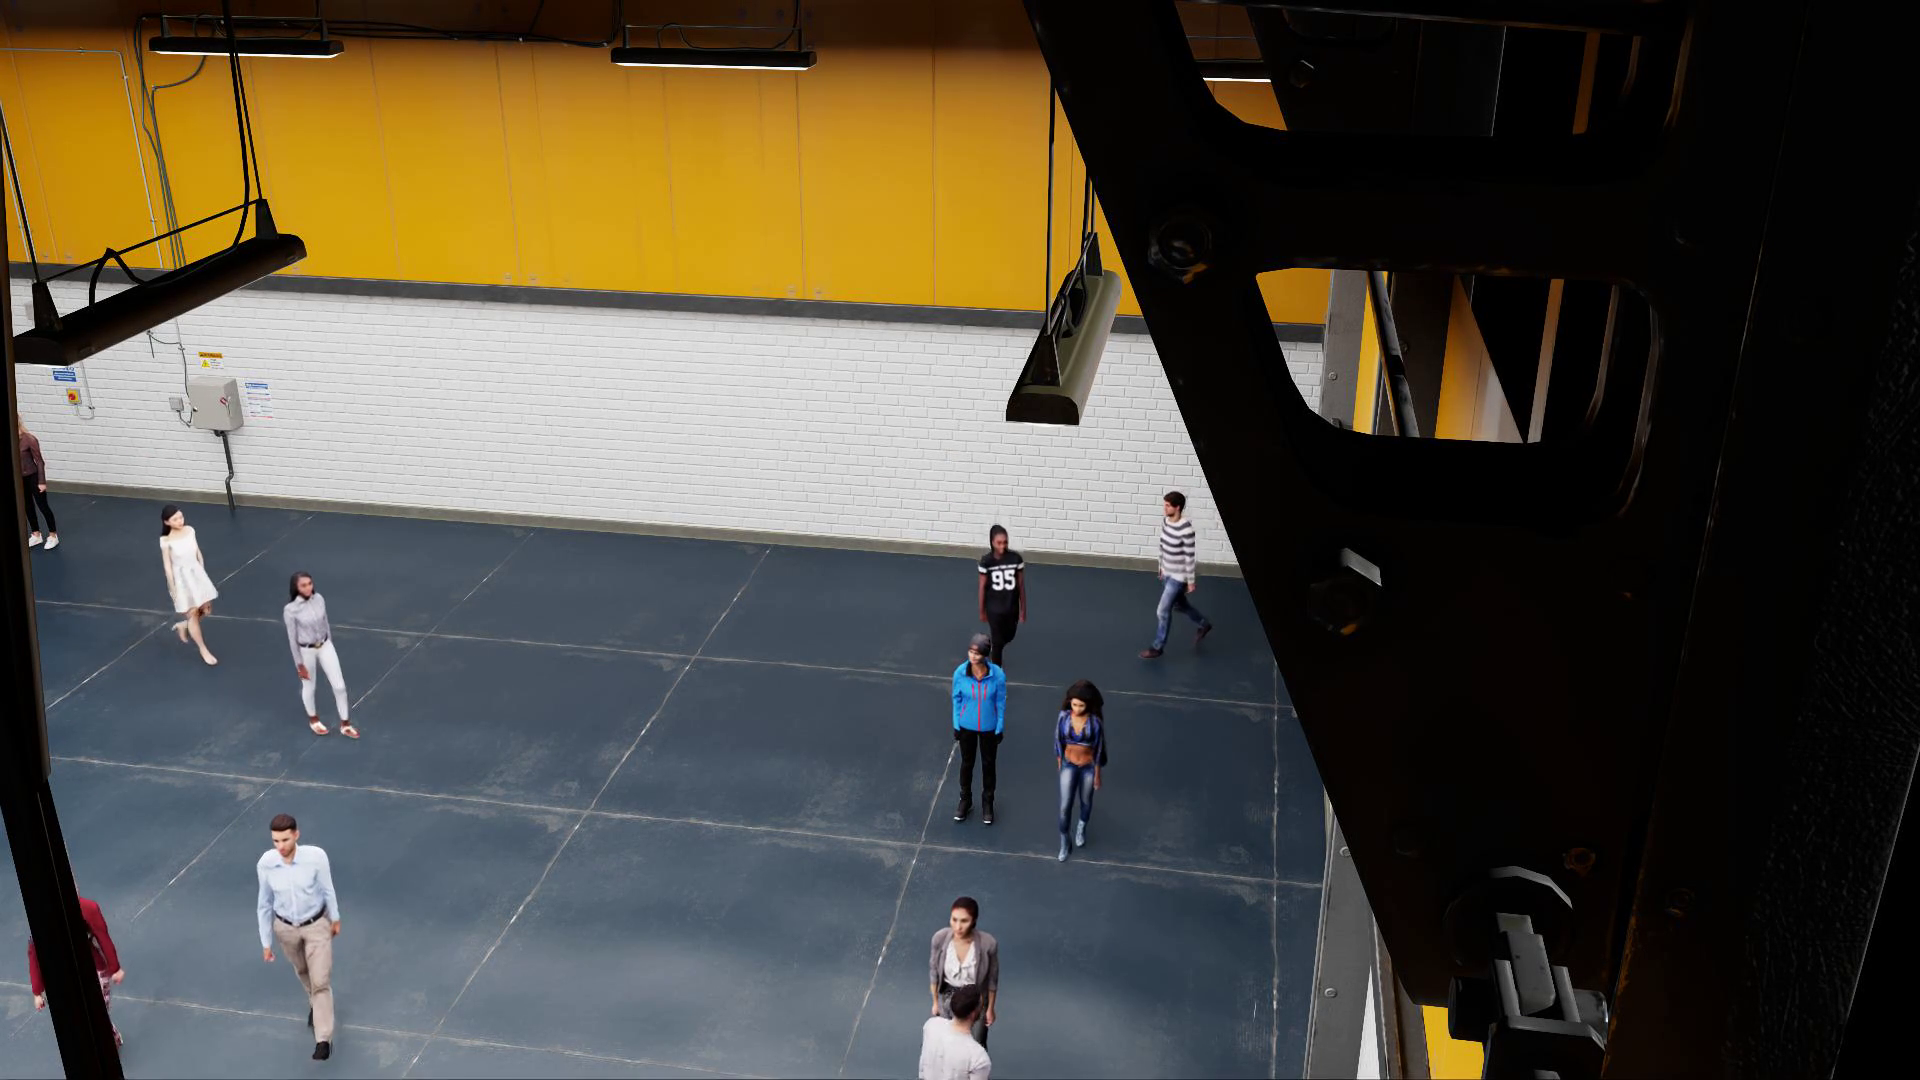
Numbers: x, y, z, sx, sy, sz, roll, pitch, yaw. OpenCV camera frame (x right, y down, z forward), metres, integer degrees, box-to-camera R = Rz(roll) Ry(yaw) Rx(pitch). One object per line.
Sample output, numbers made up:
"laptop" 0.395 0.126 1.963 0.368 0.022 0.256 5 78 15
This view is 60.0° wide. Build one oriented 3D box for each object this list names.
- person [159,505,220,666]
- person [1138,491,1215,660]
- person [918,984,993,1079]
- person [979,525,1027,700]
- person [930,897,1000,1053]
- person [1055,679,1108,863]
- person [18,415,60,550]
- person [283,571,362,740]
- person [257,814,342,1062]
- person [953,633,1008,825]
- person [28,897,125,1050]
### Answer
"person" -7.938 0.450 16.991 0.849 1.764 0.872 13 27 27
"person" 2.322 0.352 17.161 1.132 1.808 1.201 -9 25 -20
"person" -0.093 3.471 10.012 1.000 1.817 1.088 20 30 37
"person" 0.409 0.649 16.601 0.895 1.711 1.146 -6 24 -13
"person" 0.029 3.082 11.078 0.607 1.677 0.565 5 24 11
"person" 1.022 1.873 13.939 0.633 1.601 0.732 5 24 11
"person" -11.043 -0.720 19.744 0.598 1.703 0.497 5 24 11
"person" -6.136 1.069 15.657 0.911 1.699 0.904 21 31 39
"person" -4.650 2.699 11.793 0.902 1.806 1.217 -4 24 -9
"person" 0.163 1.603 14.305 0.611 1.804 0.507 5 24 11
"person" -6.019 2.933 11.423 0.859 1.674 1.084 -4 24 -8
